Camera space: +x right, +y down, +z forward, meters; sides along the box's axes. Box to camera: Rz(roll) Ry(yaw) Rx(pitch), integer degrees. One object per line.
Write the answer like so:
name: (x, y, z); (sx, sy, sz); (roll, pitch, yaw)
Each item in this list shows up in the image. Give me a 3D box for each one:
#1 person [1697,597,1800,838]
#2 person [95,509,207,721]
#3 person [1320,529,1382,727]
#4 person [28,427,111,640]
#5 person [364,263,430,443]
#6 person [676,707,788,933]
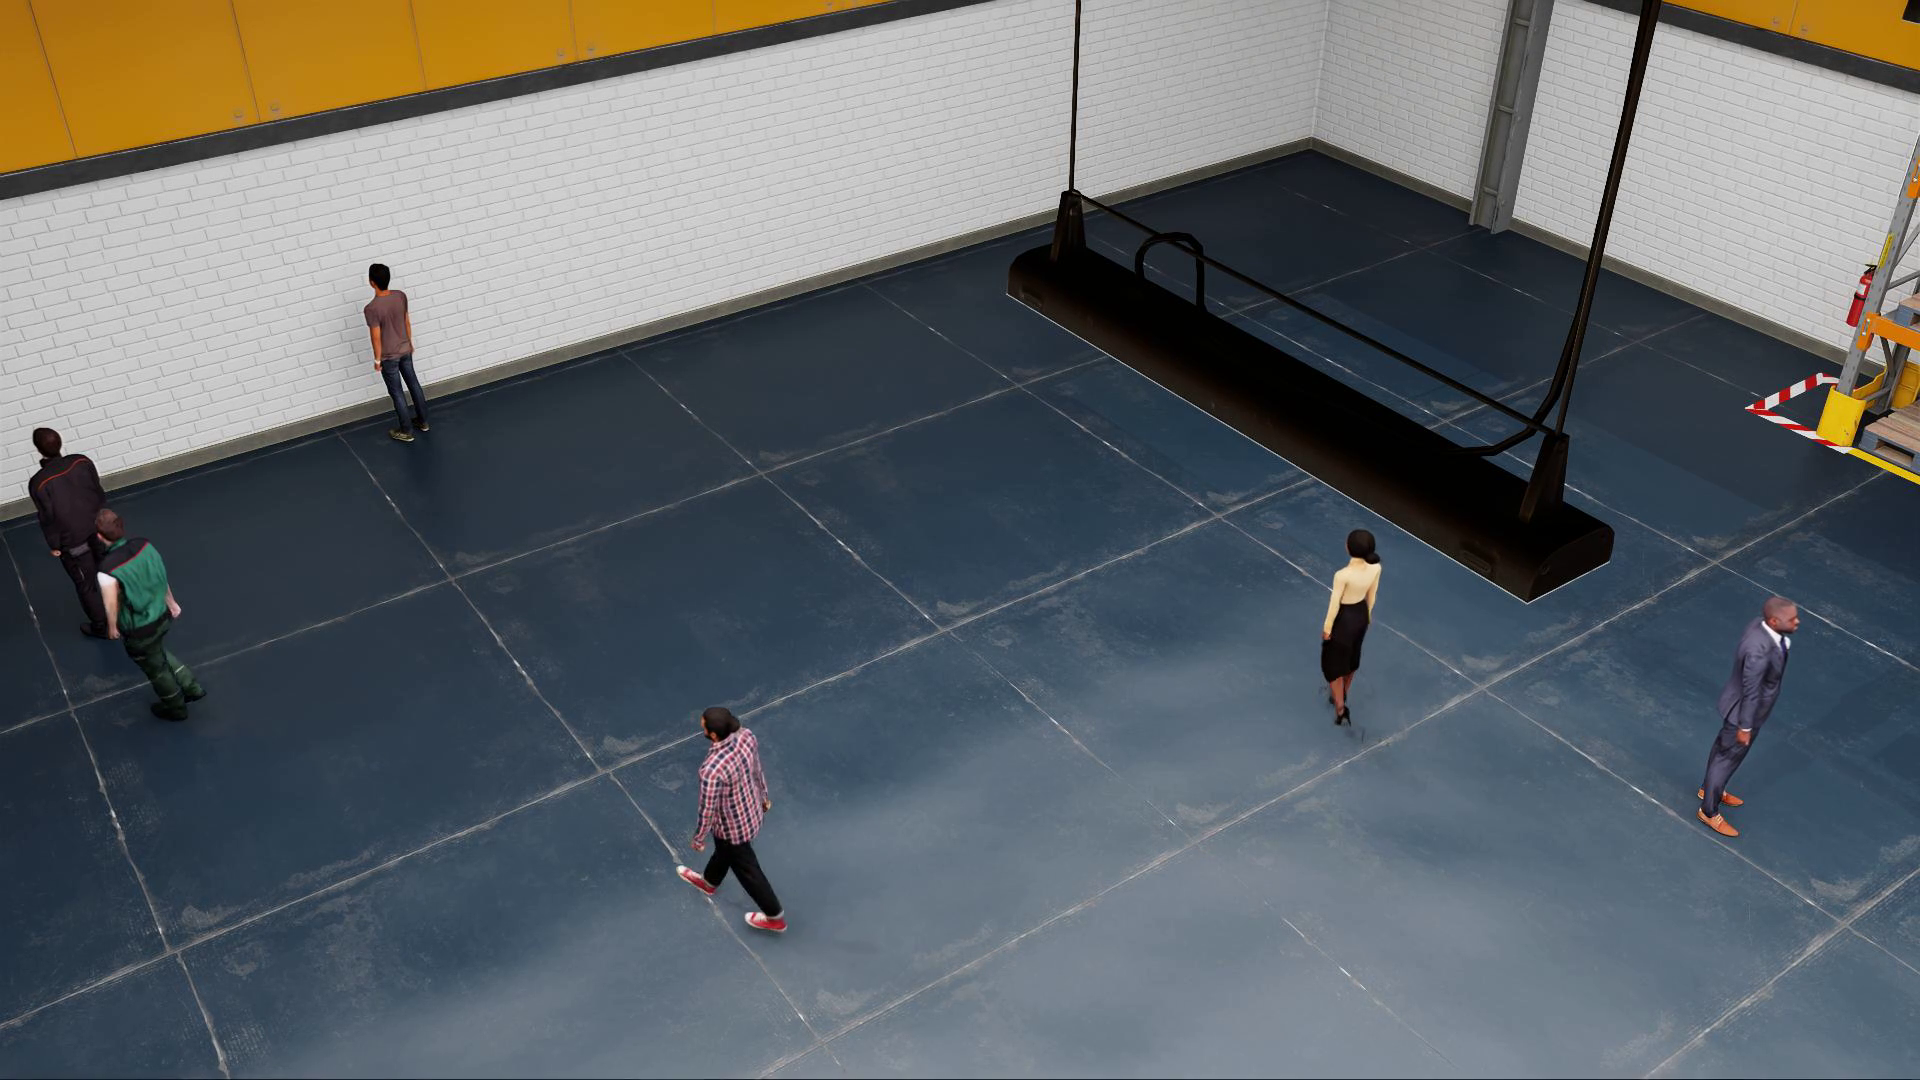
person: (5.302, 1.139, 11.232); (0.774, 1.824, 0.786); (17, 37, 23)
person: (-5.864, 0.590, 12.053); (0.865, 1.829, 0.806); (10, 35, 14)
person: (2.845, 0.638, 12.140); (0.618, 1.654, 0.680); (-15, 36, -21)
person: (-6.901, -0.065, 13.031); (0.762, 1.838, 0.801); (16, 37, 22)
person: (-5.311, -1.775, 15.657); (0.682, 1.779, 0.699); (19, 38, 26)
person: (-1.345, 1.774, 10.375); (1.225, 1.715, 1.089); (12, 35, 17)
